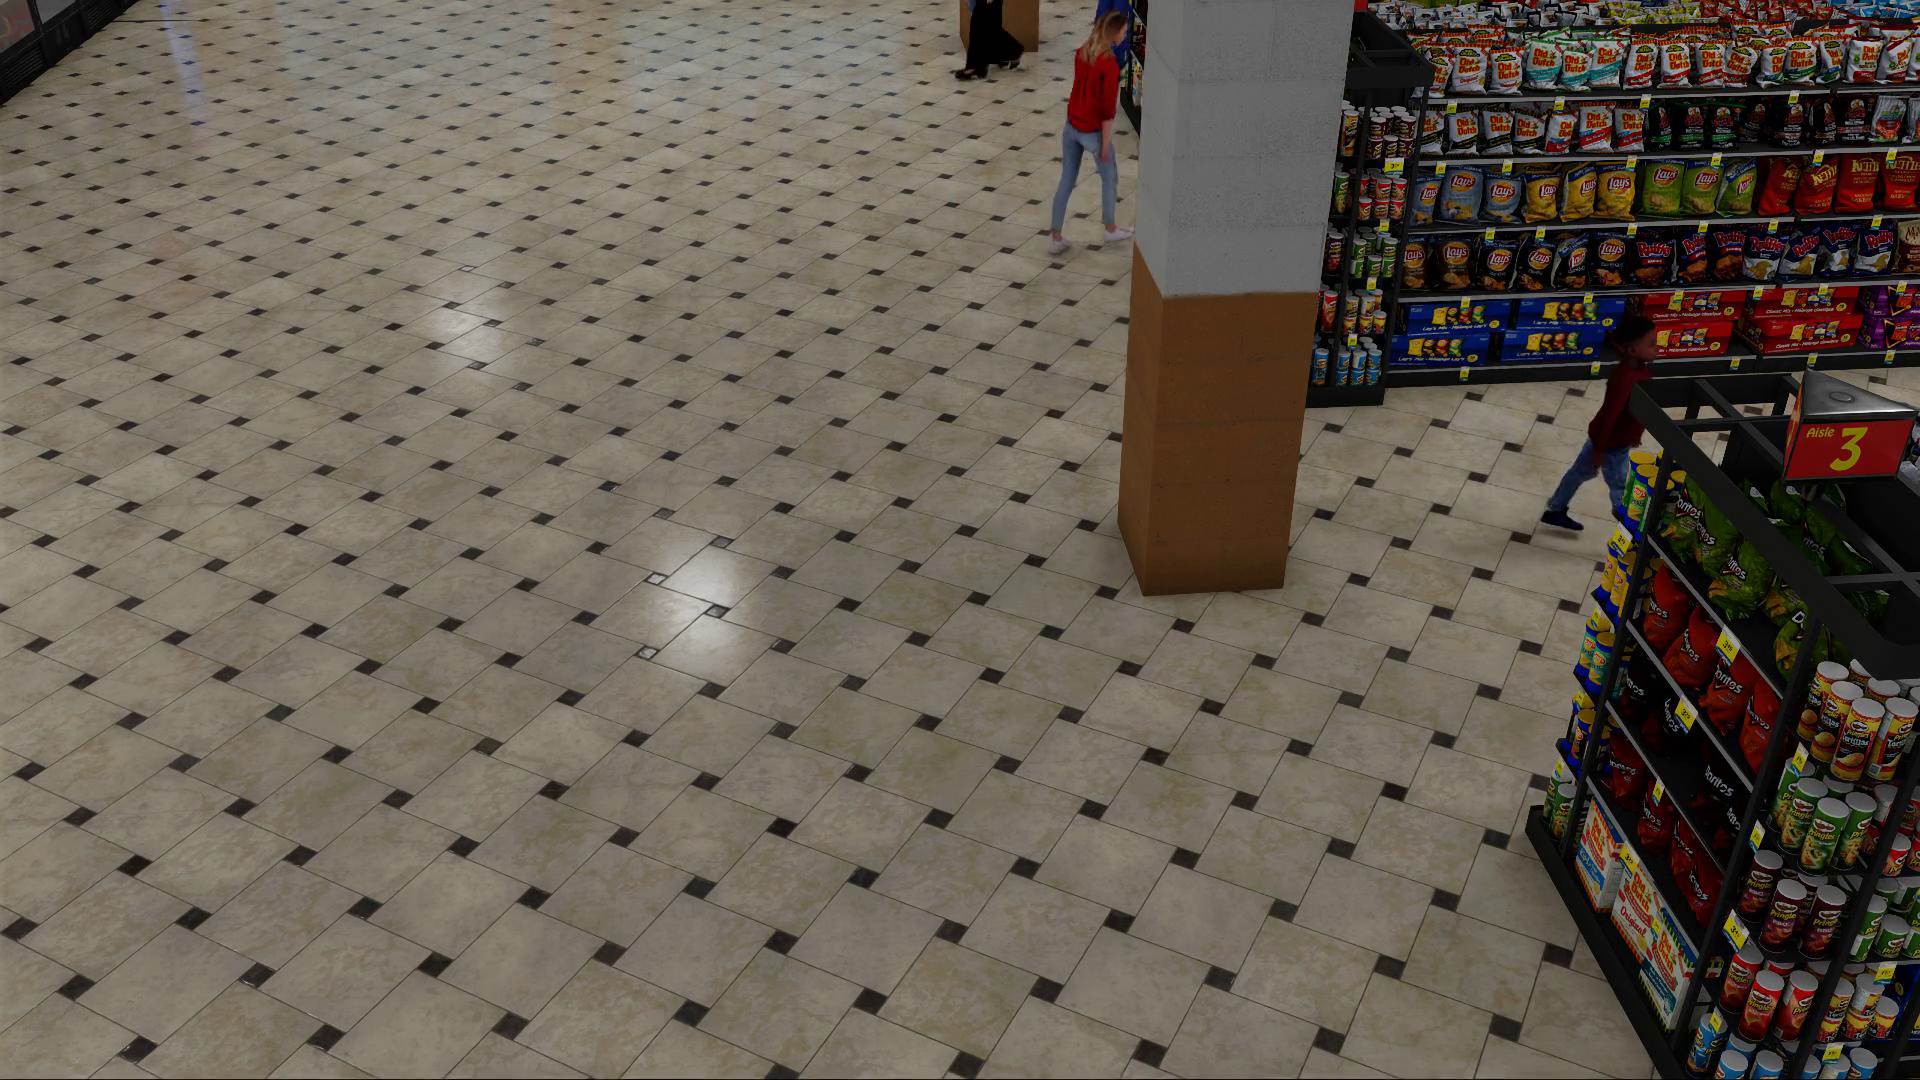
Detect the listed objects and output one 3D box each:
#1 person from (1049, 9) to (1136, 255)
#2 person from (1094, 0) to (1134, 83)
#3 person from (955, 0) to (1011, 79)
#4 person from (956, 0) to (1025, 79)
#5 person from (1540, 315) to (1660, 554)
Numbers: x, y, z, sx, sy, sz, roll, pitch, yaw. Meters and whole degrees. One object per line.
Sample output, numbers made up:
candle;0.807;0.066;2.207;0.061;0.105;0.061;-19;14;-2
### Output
person;0.809;-2.722;11.282;0.901;1.657;1.010;27;41;36
person;1.487;-4.944;14.733;1.009;1.785;0.938;-27;41;-36
person;0.200;-5.076;14.917;0.846;1.813;0.852;4;32;6
person;0.318;-4.924;14.891;0.962;1.583;0.778;-15;35;-22
person;3.133;-0.516;8.152;0.936;1.218;0.786;15;35;22
